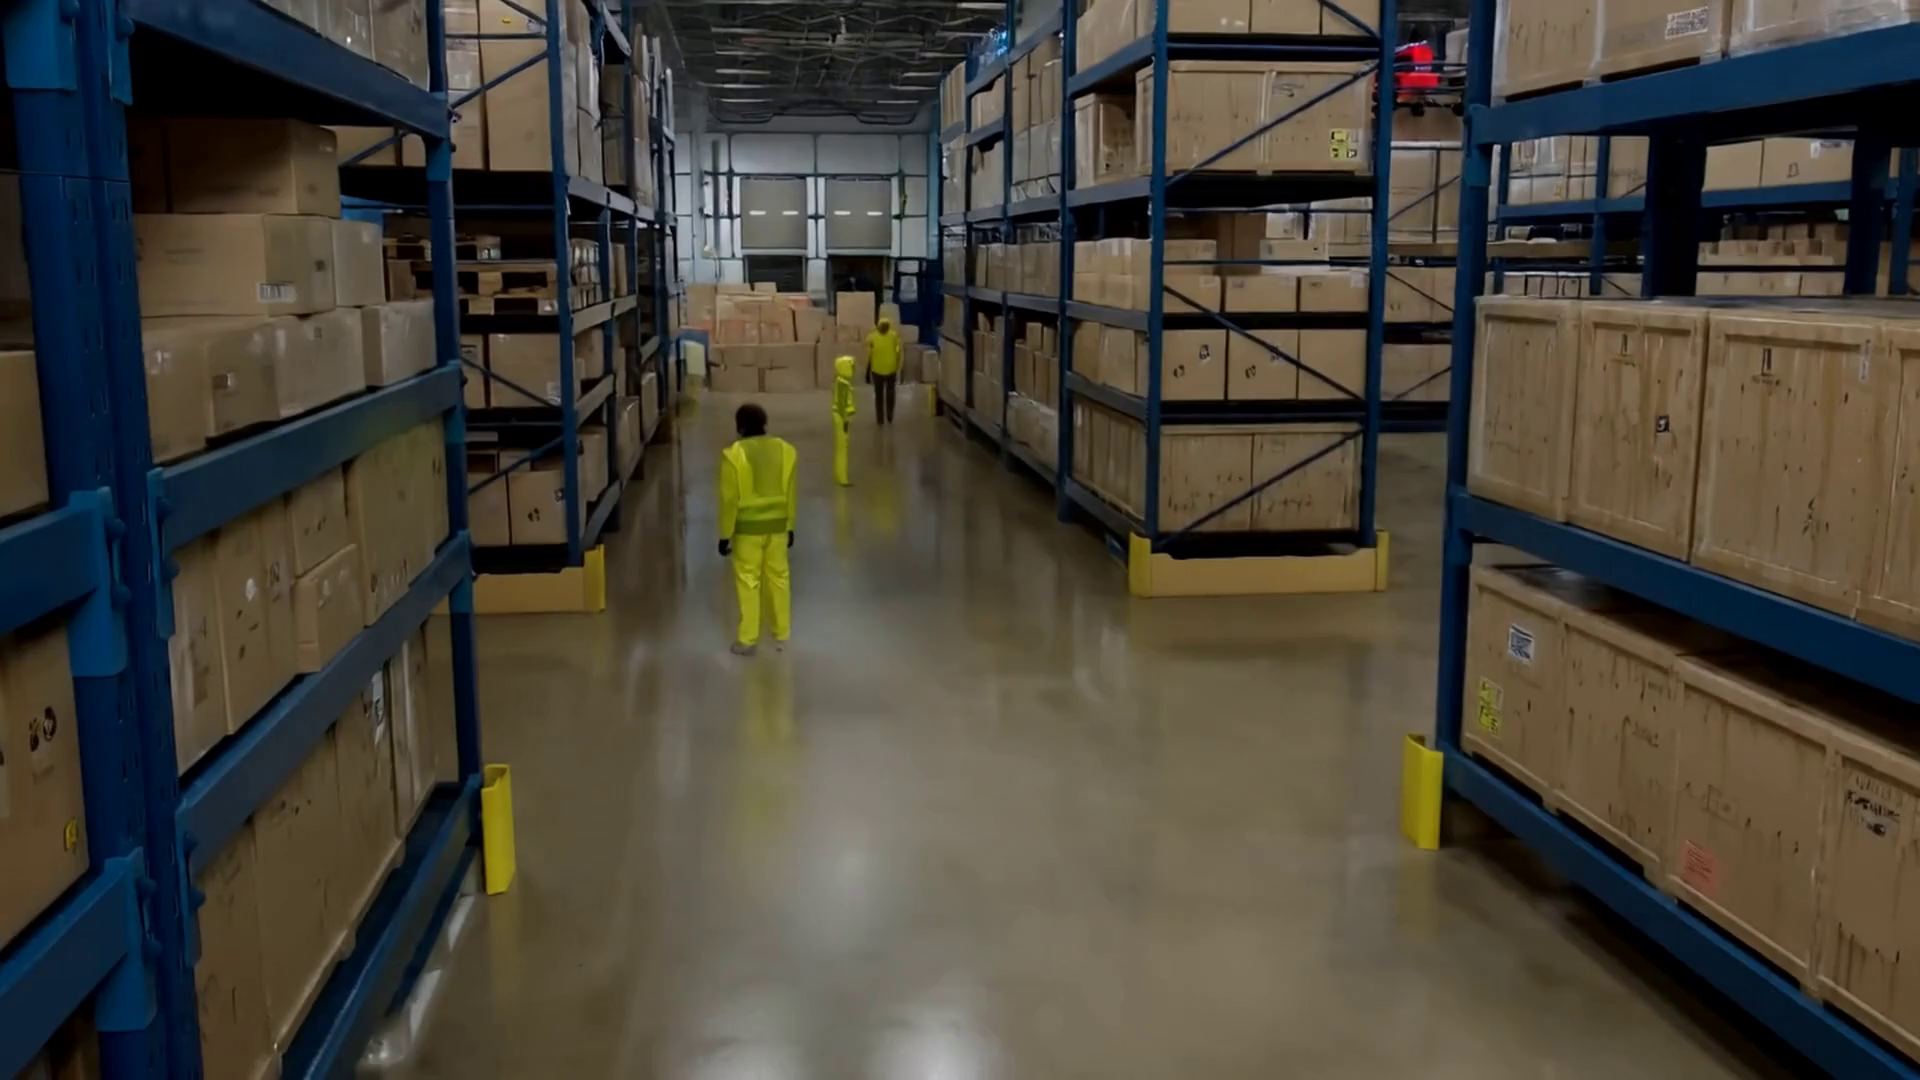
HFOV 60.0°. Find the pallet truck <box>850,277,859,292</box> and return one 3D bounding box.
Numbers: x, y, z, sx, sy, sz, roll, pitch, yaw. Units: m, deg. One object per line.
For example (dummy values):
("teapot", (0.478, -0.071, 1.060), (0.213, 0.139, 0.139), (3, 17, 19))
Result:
("pallet truck", (-3.782, -9.391, 65.808), (1.885, 1.965, 0.823), (2, 10, 10))

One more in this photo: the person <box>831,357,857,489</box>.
("person", (-1.443, -1.455, 20.653), (0.314, 1.637, 0.514), (-1, 10, -4))

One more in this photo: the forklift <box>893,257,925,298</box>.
("forklift", (-1.587, -7.450, 51.935), (1.129, 2.768, 1.873), (-2, 10, -14))

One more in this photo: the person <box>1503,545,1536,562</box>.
("person", (4.618, -0.246, 13.684), (0.456, 1.618, 0.500), (0, 10, -2))

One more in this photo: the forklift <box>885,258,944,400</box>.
("forklift", (-0.511, -4.261, 33.373), (1.873, 2.768, 1.129), (-2, 10, -13))

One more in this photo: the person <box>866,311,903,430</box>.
("person", (-1.261, -2.831, 27.699), (0.628, 1.977, 0.675), (0, 10, -3))

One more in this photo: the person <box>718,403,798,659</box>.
("person", (-1.471, -0.067, 11.995), (0.619, 1.838, 0.430), (-7, 12, -36))

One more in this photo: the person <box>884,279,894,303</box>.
("person", (-2.790, -9.504, 66.707), (0.568, 1.914, 0.577), (4, 11, 24))
